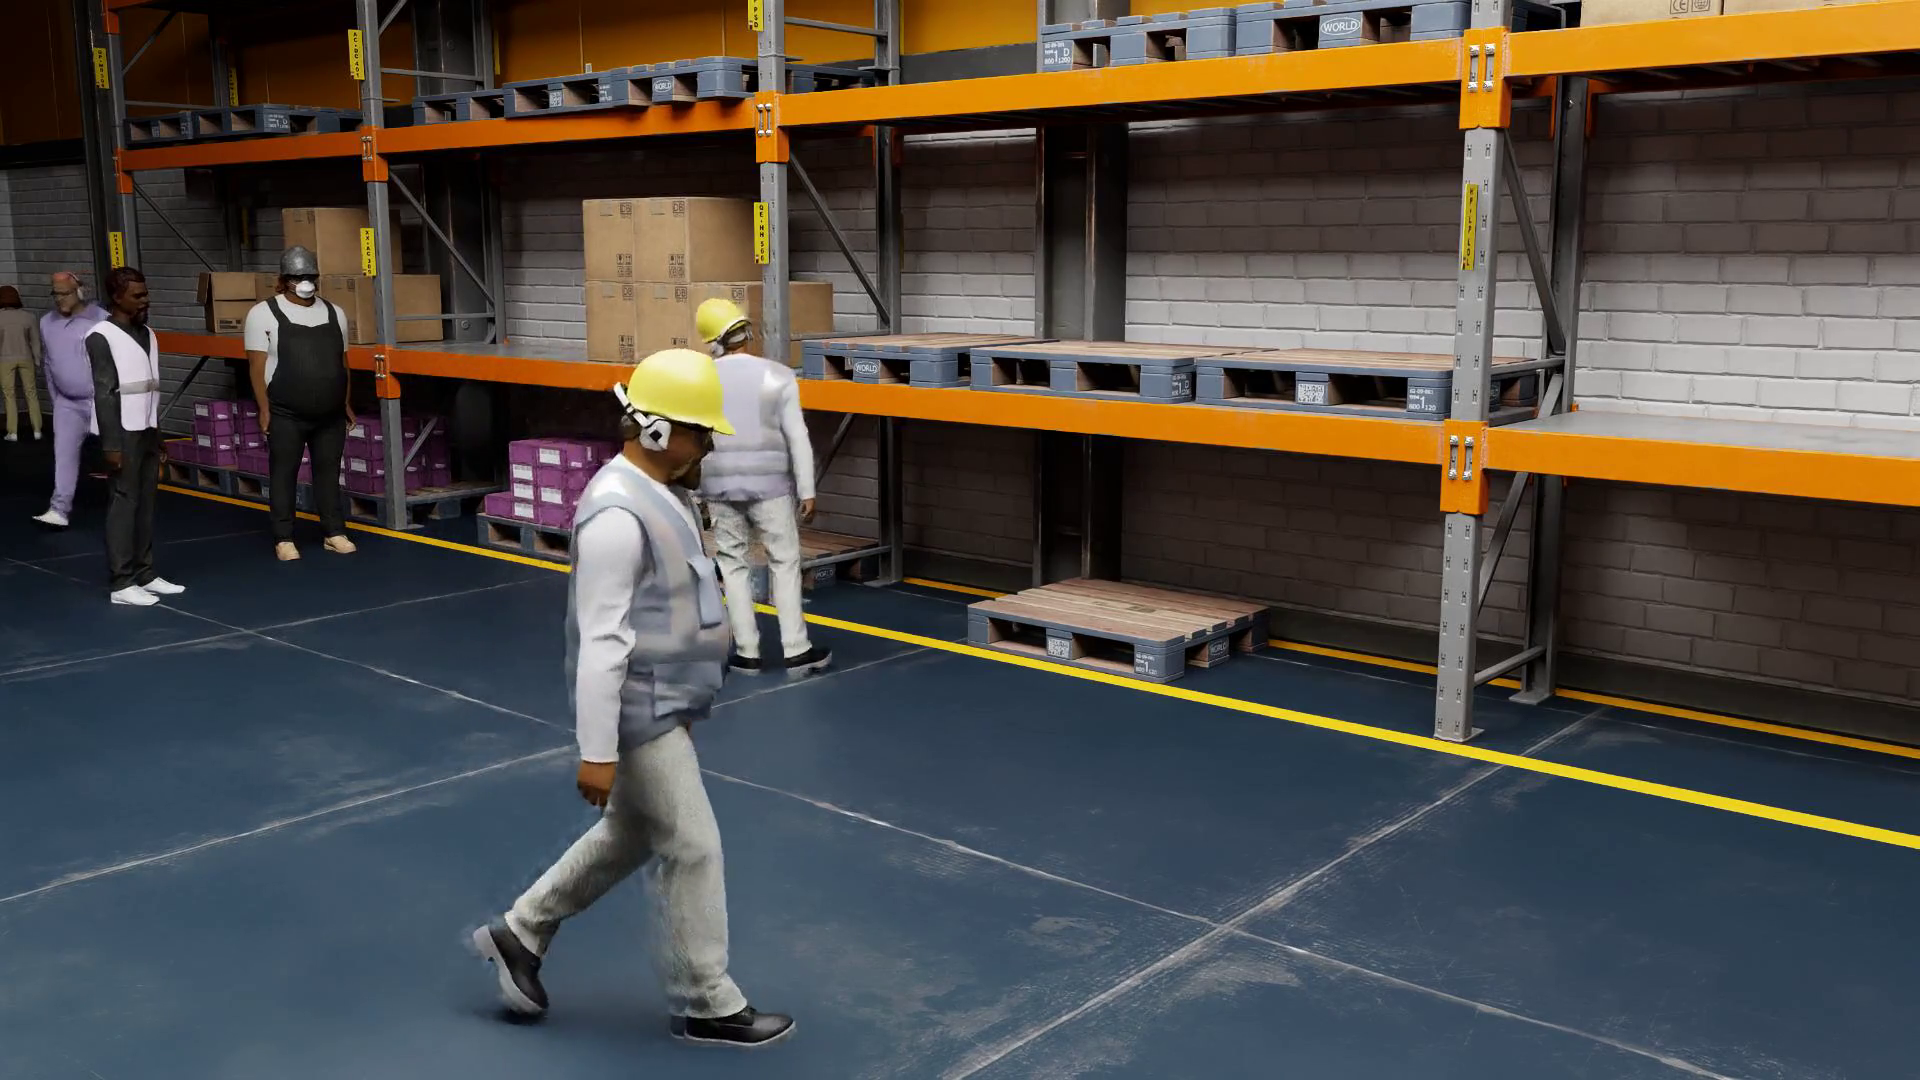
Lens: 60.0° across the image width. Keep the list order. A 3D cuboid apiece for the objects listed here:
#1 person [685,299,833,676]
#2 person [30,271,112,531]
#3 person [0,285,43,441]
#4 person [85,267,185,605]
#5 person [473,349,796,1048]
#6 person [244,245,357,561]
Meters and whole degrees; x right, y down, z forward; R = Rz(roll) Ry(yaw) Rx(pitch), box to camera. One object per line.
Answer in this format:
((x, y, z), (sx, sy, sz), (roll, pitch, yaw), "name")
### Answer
((-0.990, -0.244, 7.913), (0.695, 1.786, 0.405), (0, 10, 3), "person")
((-6.316, -0.994, 11.969), (0.675, 1.843, 0.996), (1, 10, 3), "person")
((-9.960, -1.861, 17.533), (0.507, 1.632, 0.265), (-9, 13, -41), "person")
((-4.754, -0.595, 9.520), (0.371, 1.916, 0.597), (0, 10, 0), "person")
((-0.866, 0.408, 4.206), (0.817, 1.787, 0.611), (0, 10, 1), "person")
((-4.258, -0.895, 10.878), (0.672, 2.000, 0.536), (-10, 14, -44), "person")
